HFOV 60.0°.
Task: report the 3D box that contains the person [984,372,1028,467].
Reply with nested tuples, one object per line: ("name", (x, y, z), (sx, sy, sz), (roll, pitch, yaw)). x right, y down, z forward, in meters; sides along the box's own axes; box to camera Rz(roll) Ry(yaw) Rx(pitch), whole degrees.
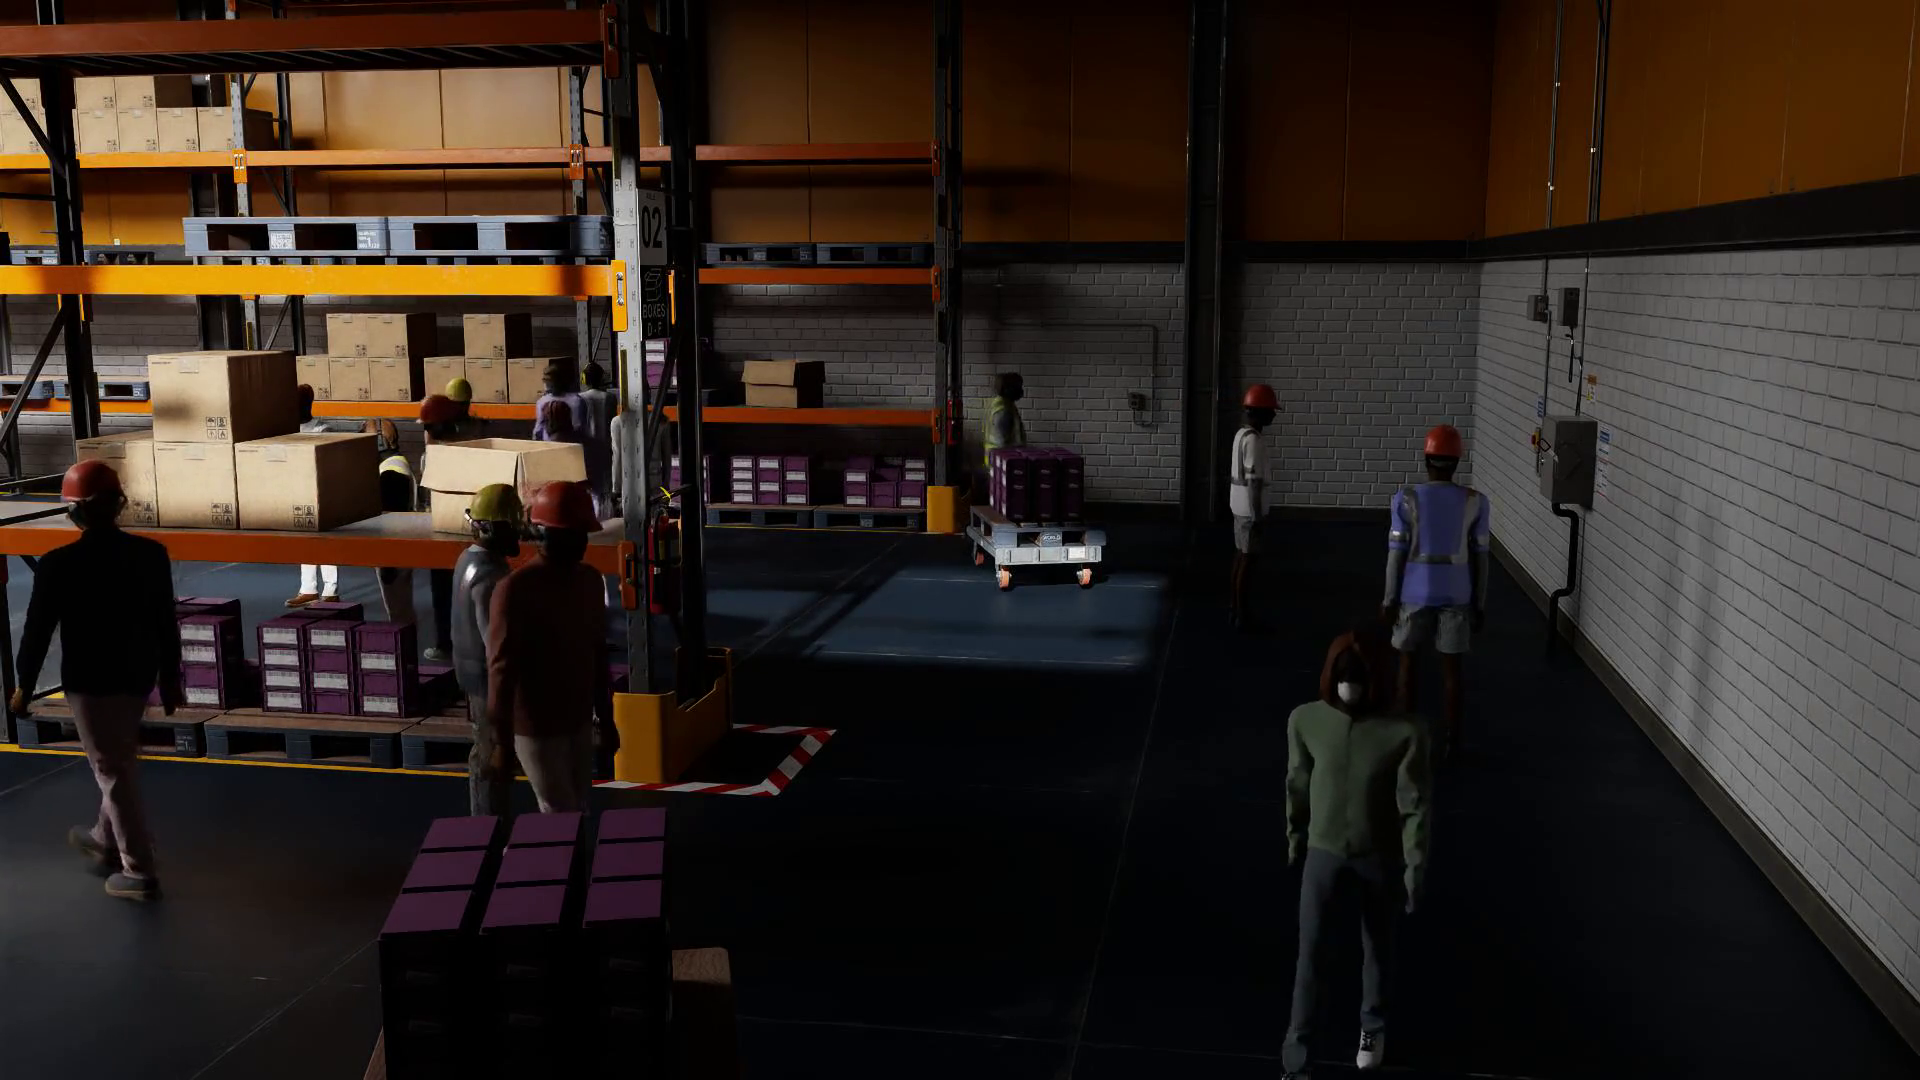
("person", (0.415, -0.747, 16.374), (0.507, 1.825, 0.635), (1, 9, 5))

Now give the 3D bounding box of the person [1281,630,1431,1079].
("person", (1.315, 1.104, 5.611), (0.518, 1.592, 0.833), (4, 10, 24))

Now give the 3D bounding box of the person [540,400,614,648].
("person", (-2.902, -0.111, 12.381), (0.635, 1.855, 0.918), (-9, 13, -44))

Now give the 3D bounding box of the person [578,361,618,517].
("person", (-3.794, -0.918, 17.311), (0.528, 1.871, 0.323), (-6, 11, -33))

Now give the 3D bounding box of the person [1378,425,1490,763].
("person", (2.709, 0.315, 9.544), (0.617, 1.927, 0.504), (1, 9, 6))

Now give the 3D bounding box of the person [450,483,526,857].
("person", (-2.143, 0.645, 7.734), (0.404, 1.827, 0.599), (-4, 10, -24))

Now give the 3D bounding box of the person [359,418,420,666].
("person", (-3.807, 0.102, 11.101), (0.429, 1.836, 0.625), (-3, 10, -20))

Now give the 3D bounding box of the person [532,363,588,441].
("person", (-3.906, -0.741, 16.022), (0.664, 1.922, 0.493), (6, 11, 34))

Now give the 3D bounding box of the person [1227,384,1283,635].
("person", (2.287, -0.238, 12.889), (0.378, 1.932, 0.551), (0, 9, 0))

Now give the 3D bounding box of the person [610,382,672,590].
("person", (-2.791, -0.481, 14.550), (0.585, 1.882, 0.344), (-8, 12, -39))

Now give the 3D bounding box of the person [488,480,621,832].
("person", (-1.636, 0.736, 6.722), (0.494, 1.972, 0.617), (4, 10, 22))

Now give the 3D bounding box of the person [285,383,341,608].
("person", (-5.379, -0.353, 13.760), (0.585, 1.882, 0.337), (5, 11, 30))

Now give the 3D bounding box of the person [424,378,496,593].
("person", (-4.123, -0.386, 13.829), (0.594, 1.924, 0.382), (-5, 11, -30))

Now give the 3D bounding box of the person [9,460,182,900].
("person", (-3.938, 0.620, 7.504), (0.864, 1.959, 0.619), (5, 10, 26))

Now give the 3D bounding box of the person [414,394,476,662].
("person", (-3.489, -0.059, 11.752), (0.852, 1.950, 0.613), (6, 11, 31))
